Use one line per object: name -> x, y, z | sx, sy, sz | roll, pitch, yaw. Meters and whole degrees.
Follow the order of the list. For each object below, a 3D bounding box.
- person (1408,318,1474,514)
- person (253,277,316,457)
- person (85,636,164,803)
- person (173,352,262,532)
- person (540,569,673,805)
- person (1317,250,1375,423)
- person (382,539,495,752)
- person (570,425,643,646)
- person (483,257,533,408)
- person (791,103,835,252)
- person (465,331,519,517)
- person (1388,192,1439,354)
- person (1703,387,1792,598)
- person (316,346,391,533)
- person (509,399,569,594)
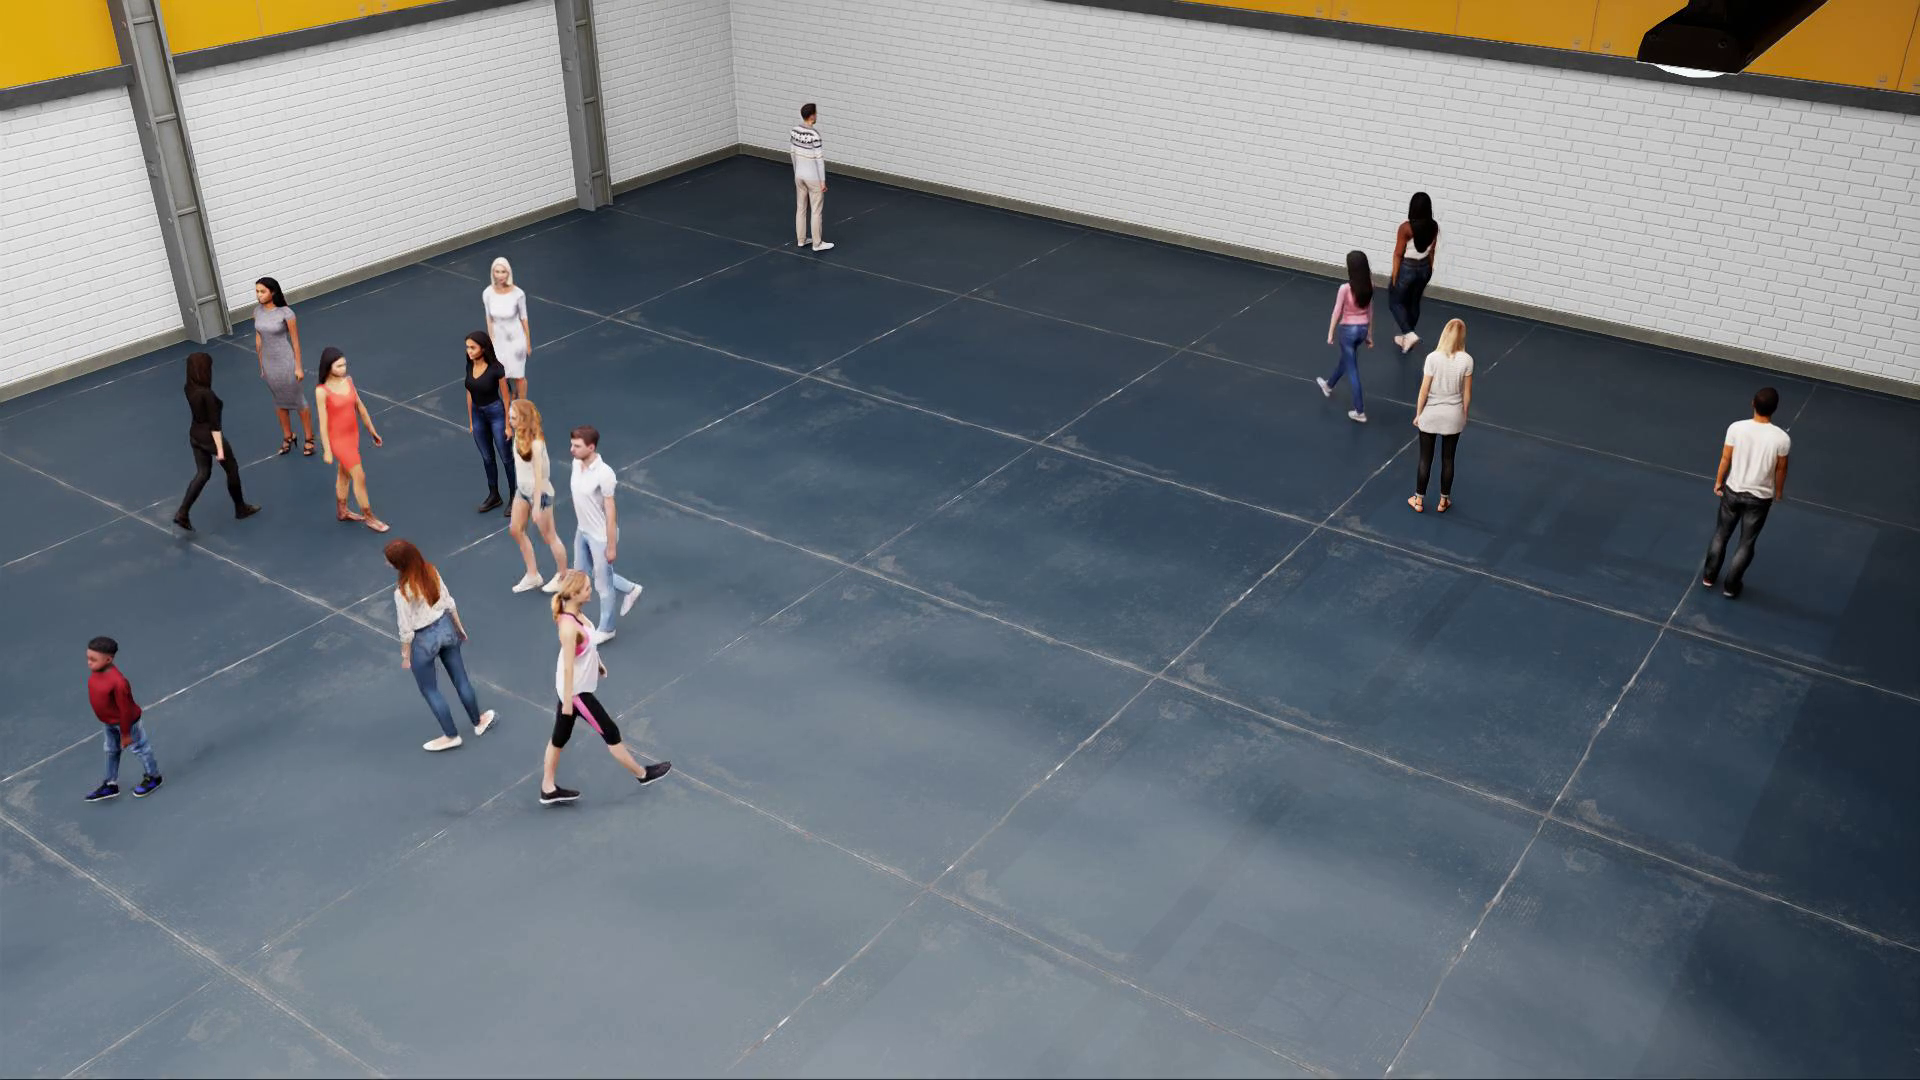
person -> 4.280, -1.096, 14.773 | 0.696, 1.826, 0.693 | 3, 29, 5
person -> -6.449, -1.650, 15.835 | 0.656, 1.781, 0.649 | 5, 29, 9
person -> -5.616, 1.170, 11.229 | 0.512, 1.242, 0.672 | 20, 34, 32
person -> -6.623, -0.826, 14.499 | 0.633, 1.615, 1.018 | 15, 32, 25
person -> -2.634, 1.015, 10.994 | 1.187, 1.739, 1.059 | -7, 29, -13
person -> 3.947, -1.999, 16.565 | 1.147, 1.695, 1.029 | -12, 31, -21
person -> -3.623, 0.693, 11.623 | 0.864, 1.701, 0.543 | 21, 35, 33
person -> -2.735, -0.067, 12.870 | 0.907, 1.841, 0.764 | -25, 37, -37
person -> -4.469, -1.994, 16.512 | 0.713, 1.737, 0.768 | -2, 29, -4
person -> -1.931, -4.644, 21.242 | 0.705, 1.860, 0.570 | 22, 36, 35
person -> -4.159, -1.050, 14.780 | 0.630, 1.738, 0.619 | 9, 30, 16
person -> 4.940, -2.851, 18.024 | 0.971, 1.794, 1.019 | -6, 29, -10
person -> 6.390, -0.375, 13.478 | 0.653, 1.799, 0.609 | 20, 35, 32
person -> -5.458, -0.883, 14.517 | 0.844, 1.697, 0.866 | 4, 29, 8
person -> -3.358, -0.370, 13.529 | 0.804, 1.743, 0.731 | -20, 34, -32
